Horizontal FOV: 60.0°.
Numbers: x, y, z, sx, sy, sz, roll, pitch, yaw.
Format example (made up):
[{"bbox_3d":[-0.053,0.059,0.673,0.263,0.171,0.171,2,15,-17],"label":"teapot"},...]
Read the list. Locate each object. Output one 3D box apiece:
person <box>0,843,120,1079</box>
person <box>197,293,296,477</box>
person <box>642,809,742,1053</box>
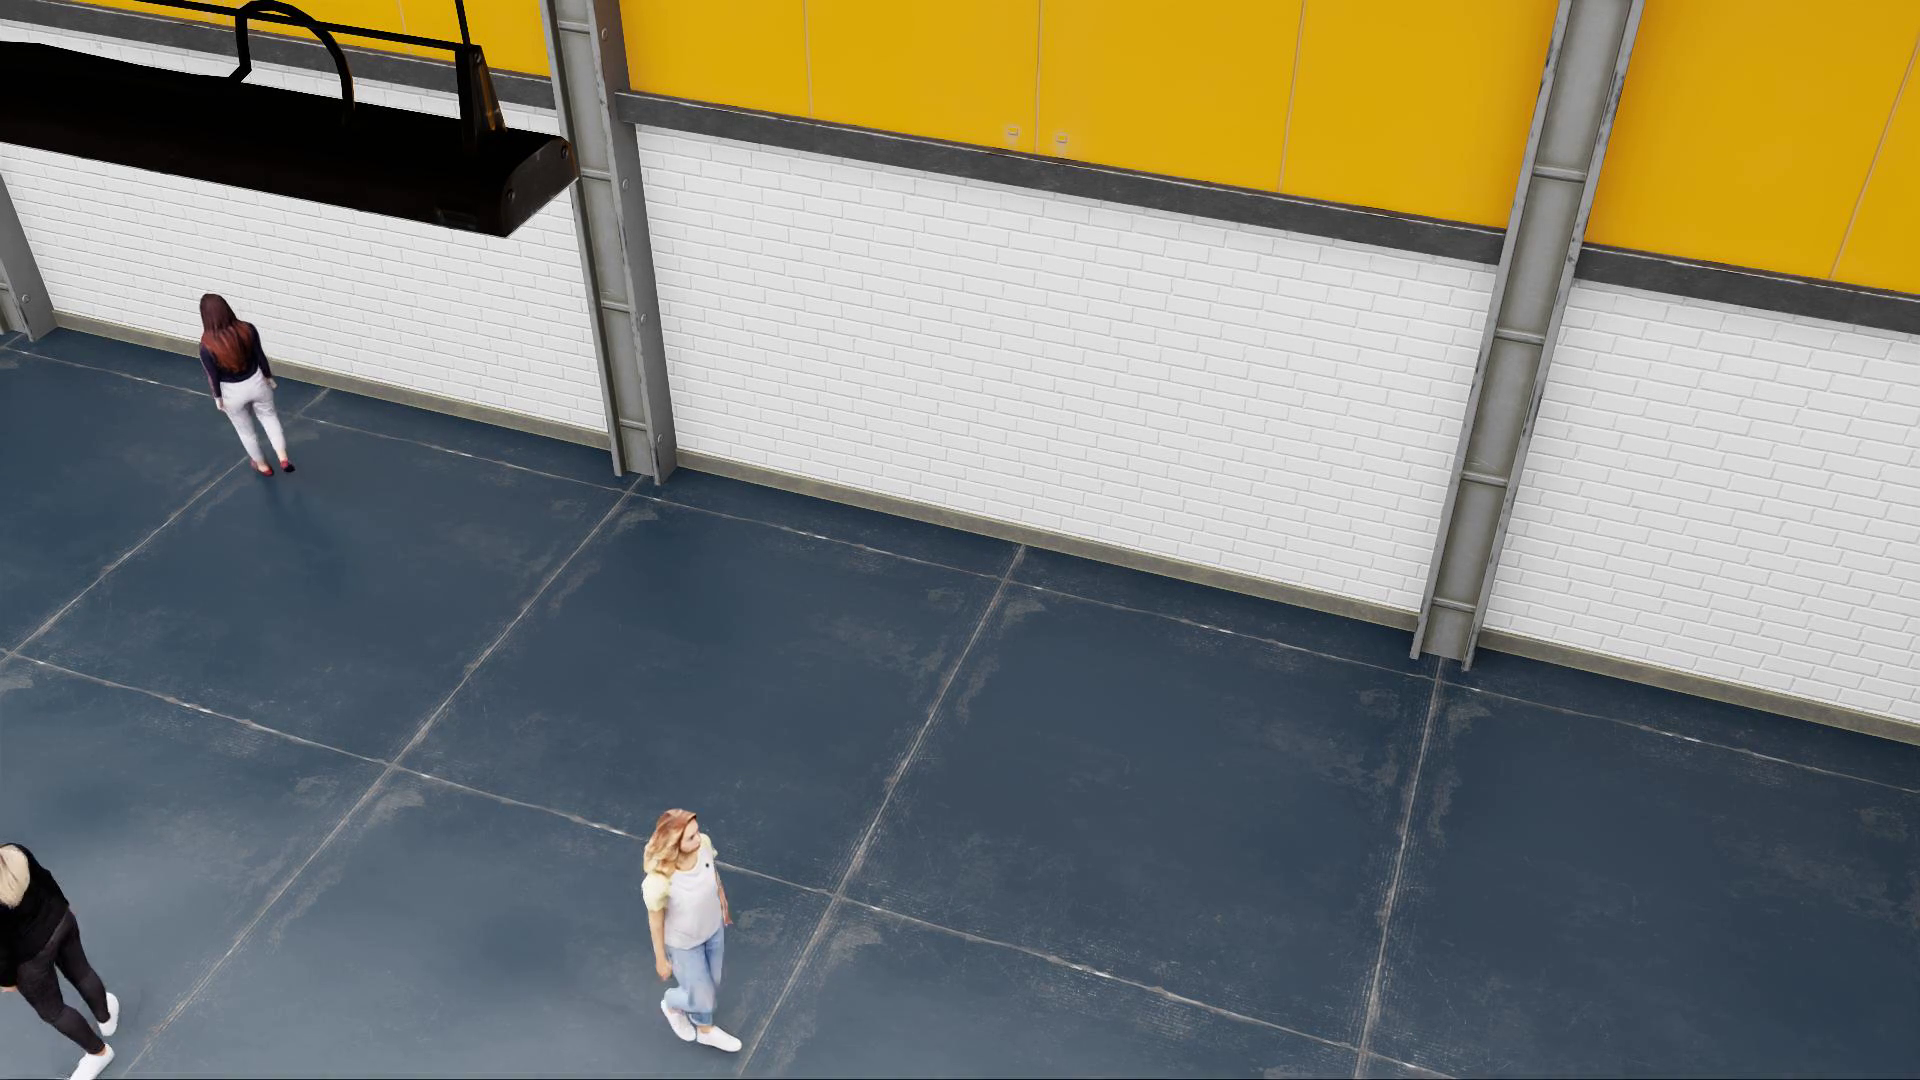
[{"bbox_3d":[-4.527,1.971,8.276,0.685,1.656,0.804,12,40,14],"label":"person"},{"bbox_3d":[-5.200,-1.078,12.140,0.796,1.597,0.893,-31,48,-33],"label":"person"},{"bbox_3d":[-1.398,1.937,8.270,0.725,1.717,0.690,19,42,22],"label":"person"}]
